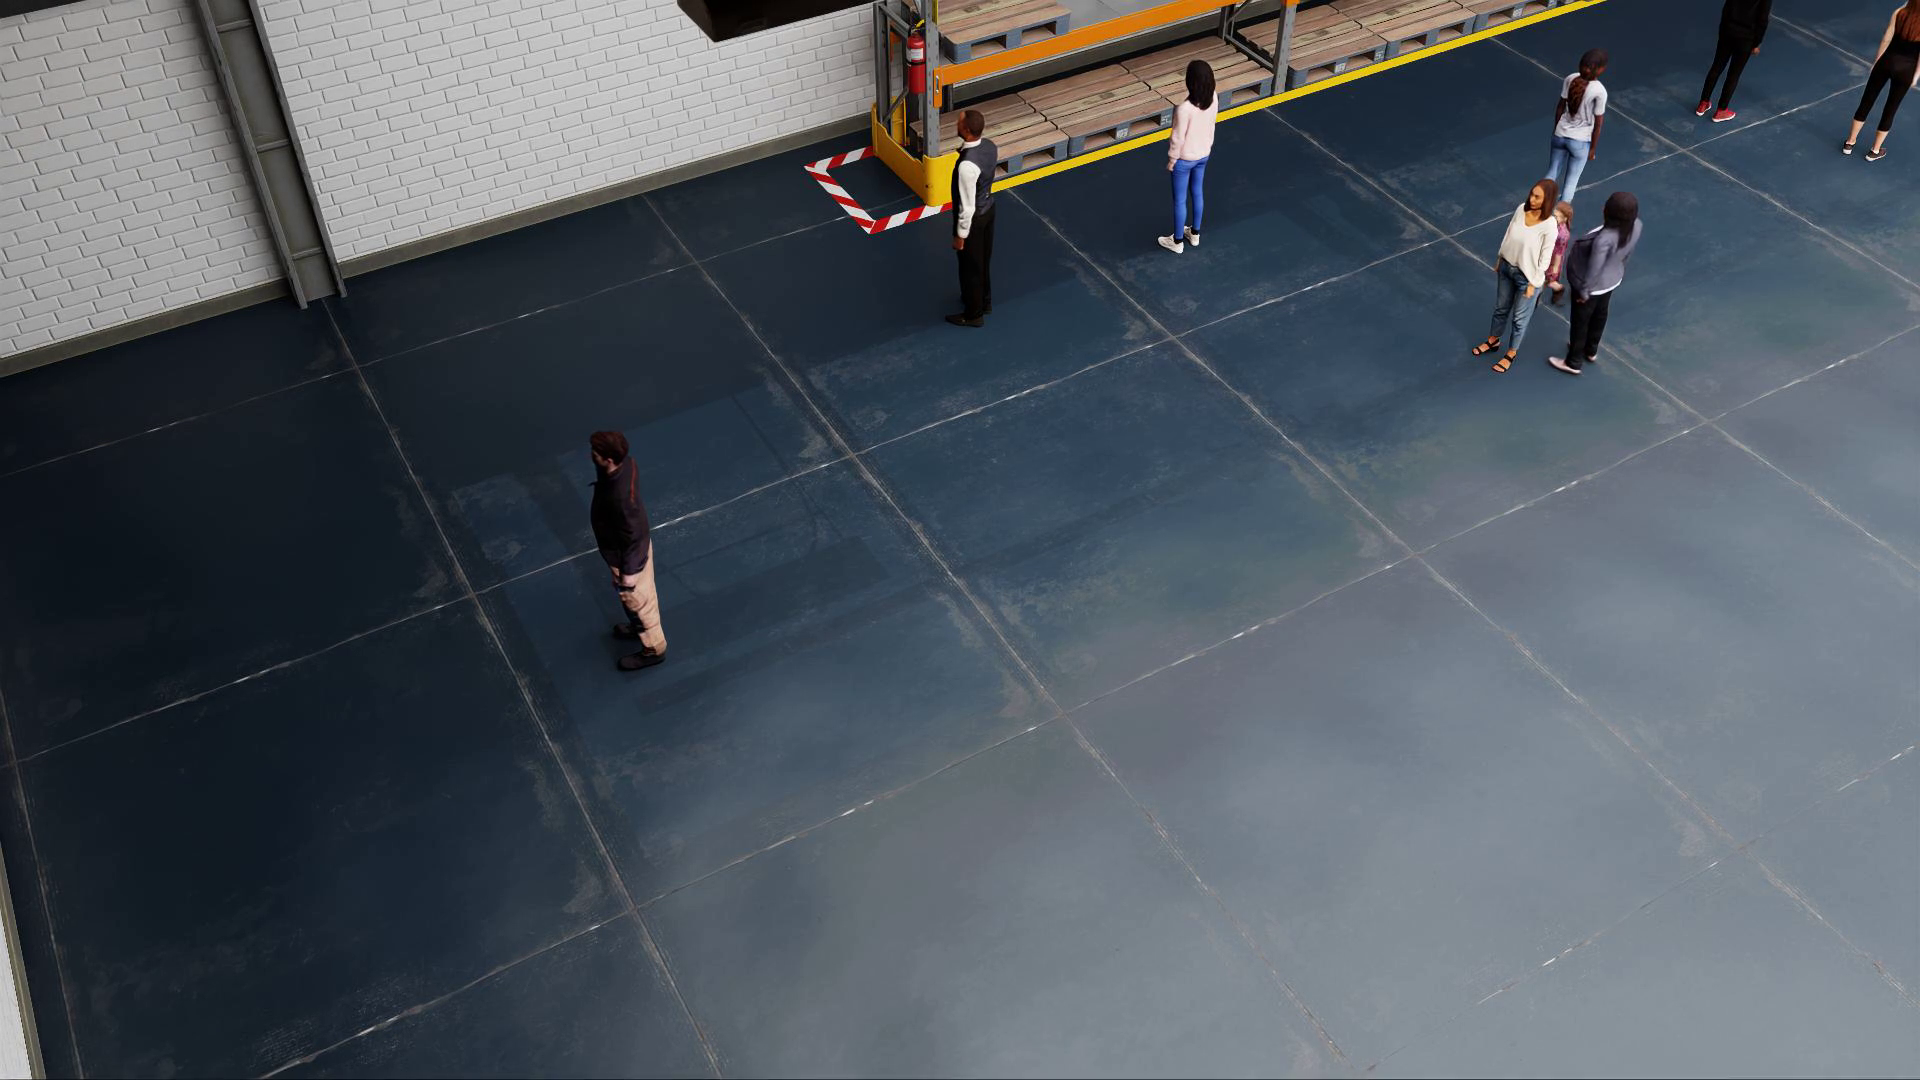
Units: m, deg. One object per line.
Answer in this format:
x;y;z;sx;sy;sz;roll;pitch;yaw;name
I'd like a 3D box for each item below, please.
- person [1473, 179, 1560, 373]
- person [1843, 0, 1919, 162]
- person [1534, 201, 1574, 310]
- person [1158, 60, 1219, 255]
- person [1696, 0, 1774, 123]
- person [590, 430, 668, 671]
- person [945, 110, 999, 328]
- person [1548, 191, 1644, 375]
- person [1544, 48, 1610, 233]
4.411;-2.098;13.051;0.525;1.682;0.605;-21;47;-20;person
8.643;-4.353;15.387;0.631;1.726;0.611;31;52;29;person
4.935;-2.346;13.797;0.650;1.013;0.488;-15;46;-15;person
1.975;-3.277;14.226;0.511;1.769;0.730;-27;50;-25;person
7.452;-4.826;15.920;0.565;1.674;0.632;-30;51;-28;person
-2.120;0.052;10.619;0.733;1.924;0.774;-7;44;-7;person
0.111;-2.589;13.395;0.842;1.919;0.743;16;46;17;person
5.008;-2.033;13.048;0.641;1.592;0.769;-30;51;-28;person
5.328;-3.478;14.473;0.552;1.719;0.616;-28;50;-27;person
